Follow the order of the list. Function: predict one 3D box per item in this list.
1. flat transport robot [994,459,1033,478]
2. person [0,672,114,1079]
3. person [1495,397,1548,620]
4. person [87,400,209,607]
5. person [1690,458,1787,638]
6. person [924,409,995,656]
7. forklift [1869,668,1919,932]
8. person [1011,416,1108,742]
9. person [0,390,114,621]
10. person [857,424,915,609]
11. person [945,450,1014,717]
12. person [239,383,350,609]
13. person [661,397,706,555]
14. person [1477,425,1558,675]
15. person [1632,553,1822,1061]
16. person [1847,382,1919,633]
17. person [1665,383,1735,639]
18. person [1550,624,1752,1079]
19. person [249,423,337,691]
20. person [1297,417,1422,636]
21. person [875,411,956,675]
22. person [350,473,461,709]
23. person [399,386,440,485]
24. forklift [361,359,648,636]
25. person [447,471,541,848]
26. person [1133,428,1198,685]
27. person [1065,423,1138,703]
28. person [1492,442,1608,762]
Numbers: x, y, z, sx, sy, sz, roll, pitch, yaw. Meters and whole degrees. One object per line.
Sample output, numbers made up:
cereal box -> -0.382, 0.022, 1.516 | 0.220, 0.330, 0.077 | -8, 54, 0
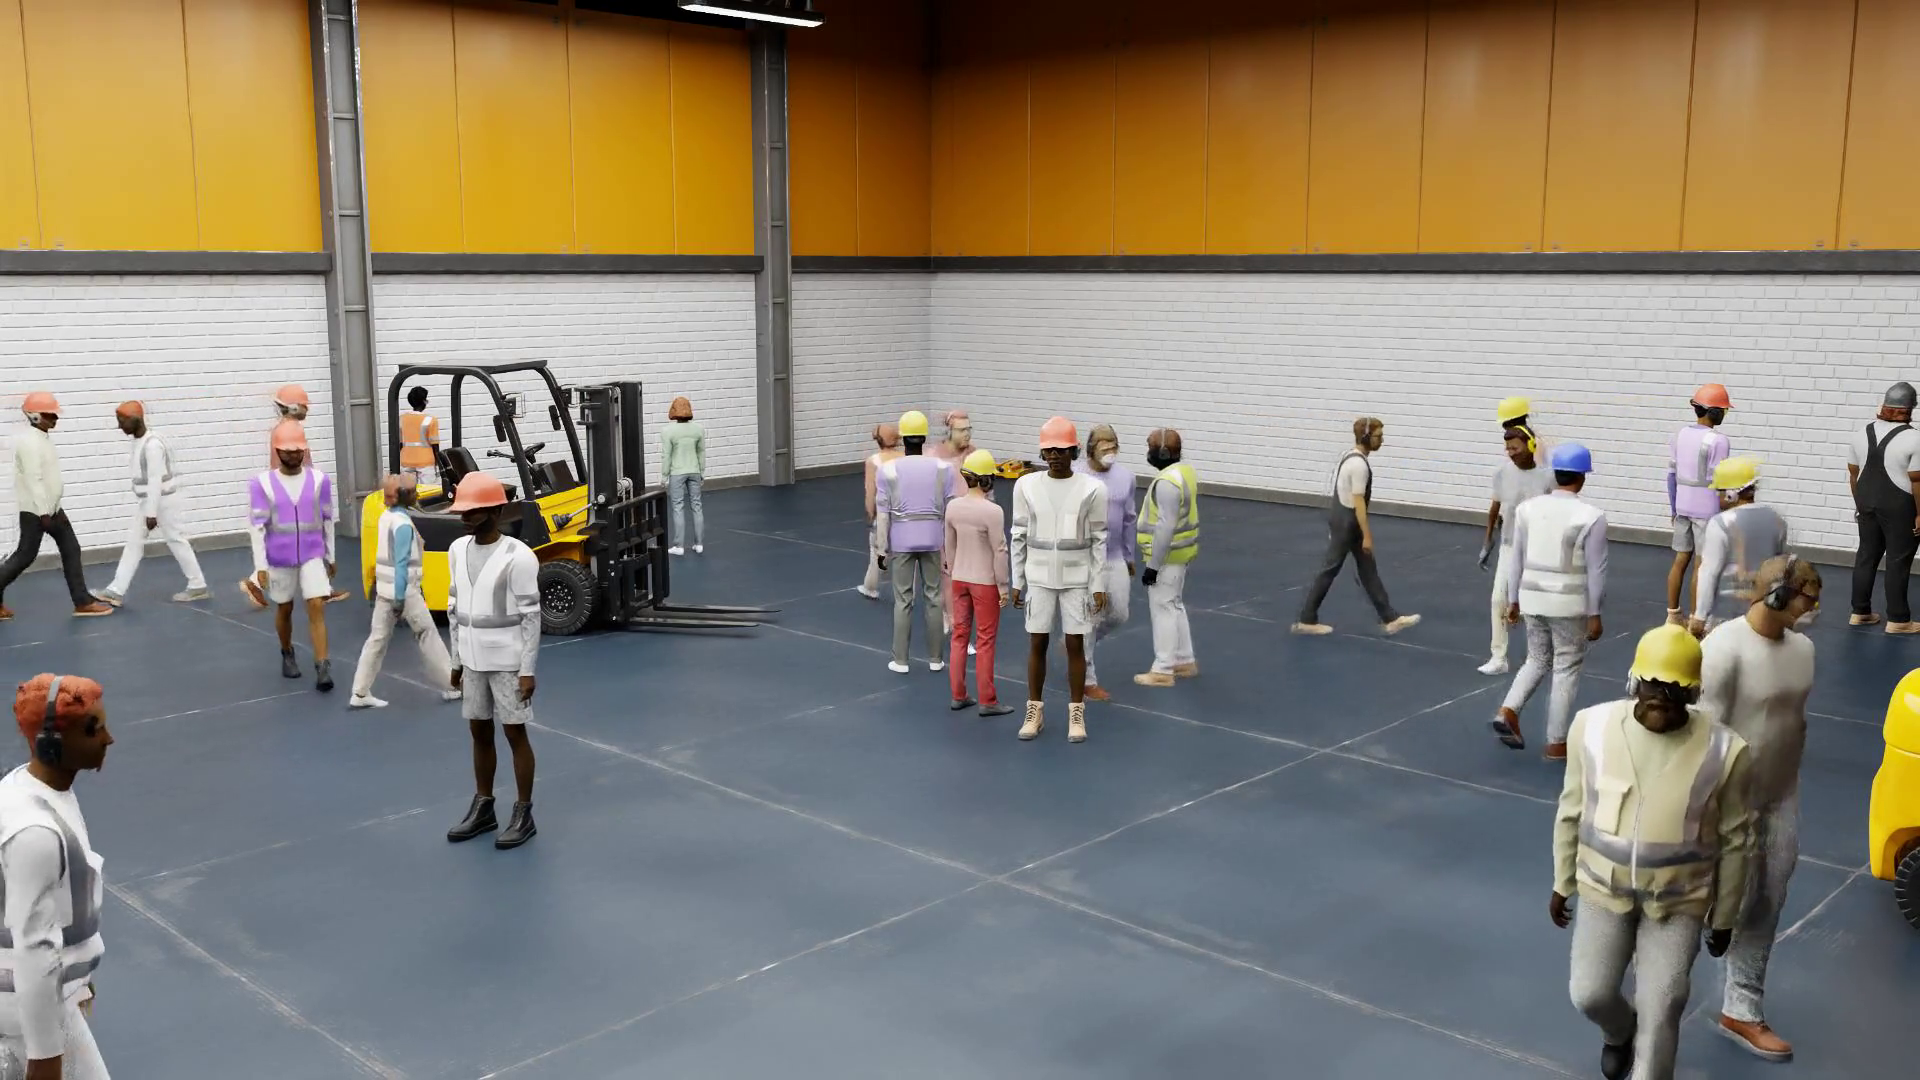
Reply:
flat transport robot -> 0.260, -1.045, 23.731 | 1.431, 0.197, 0.652 | 3, 10, 20
person -> -2.554, 1.284, 4.665 | 0.653, 1.856, 0.594 | -6, 11, -32
person -> 4.706, -0.257, 13.963 | 0.606, 1.878, 0.617 | 1, 9, 8
person -> -7.110, -0.312, 14.509 | 0.654, 1.813, 1.013 | 9, 13, 44
person -> 4.769, 0.407, 10.161 | 0.691, 1.811, 0.406 | -4, 10, -21
person -> -0.041, -0.091, 12.975 | 0.655, 1.881, 0.822 | -6, 11, -31
forklift -> 5.205, 0.723, 7.013 | 2.313, 2.155, 1.214 | 9, 13, 43
person -> 0.612, 0.249, 10.382 | 0.607, 2.044, 0.375 | 2, 9, 10
person -> -7.778, -0.279, 13.933 | 1.001, 1.955, 0.607 | -2, 9, -11
person -> -0.618, -0.224, 14.599 | 0.542, 1.591, 0.836 | -5, 10, -26
person -> 0.123, 0.284, 11.014 | 0.525, 1.769, 0.312 | 9, 13, 43
person -> -5.835, -0.372, 14.438 | 0.858, 1.971, 0.624 | -6, 11, -34
person -> -2.863, -0.663, 17.225 | 0.497, 1.633, 0.284 | -7, 11, -35
person -> 4.095, 0.079, 12.085 | 0.626, 1.826, 0.623 | 5, 10, 27
person -> 2.951, 0.975, 6.354 | 0.643, 1.905, 0.626 | -4, 10, -26
person -> 7.639, -0.273, 13.585 | 0.539, 2.000, 0.688 | -4, 10, -21
person -> 5.954, -0.235, 13.346 | 0.387, 2.041, 0.615 | -3, 10, -16
person -> 2.312, 1.145, 5.575 | 0.600, 1.813, 0.574 | 6, 11, 32
person -> -4.686, 0.110, 11.729 | 0.573, 1.879, 1.014 | -5, 11, -29
person -> 3.181, -0.091, 13.251 | 1.003, 1.783, 0.523 | 2, 10, 13
person -> -0.325, 0.023, 12.112 | 0.587, 1.930, 0.360 | -2, 9, -12
person -> -3.724, 0.341, 11.198 | 0.874, 1.592, 0.518 | -7, 11, -35
person -> -5.845, -0.815, 17.994 | 0.529, 1.690, 0.320 | 3, 10, 16
forklift -> -3.850, -0.407, 13.936 | 2.313, 2.155, 1.214 | 2, 9, 11
person -> -2.394, 0.610, 8.486 | 0.547, 1.939, 0.376 | 4, 10, 26
person -> 1.461, 0.128, 11.797 | 0.431, 1.832, 0.656 | 3, 10, 17
person -> 0.912, 0.144, 11.419 | 0.673, 1.918, 0.544 | -6, 11, -34
person -> 3.543, 0.380, 9.940 | 0.574, 1.930, 0.602 | -6, 11, -32
